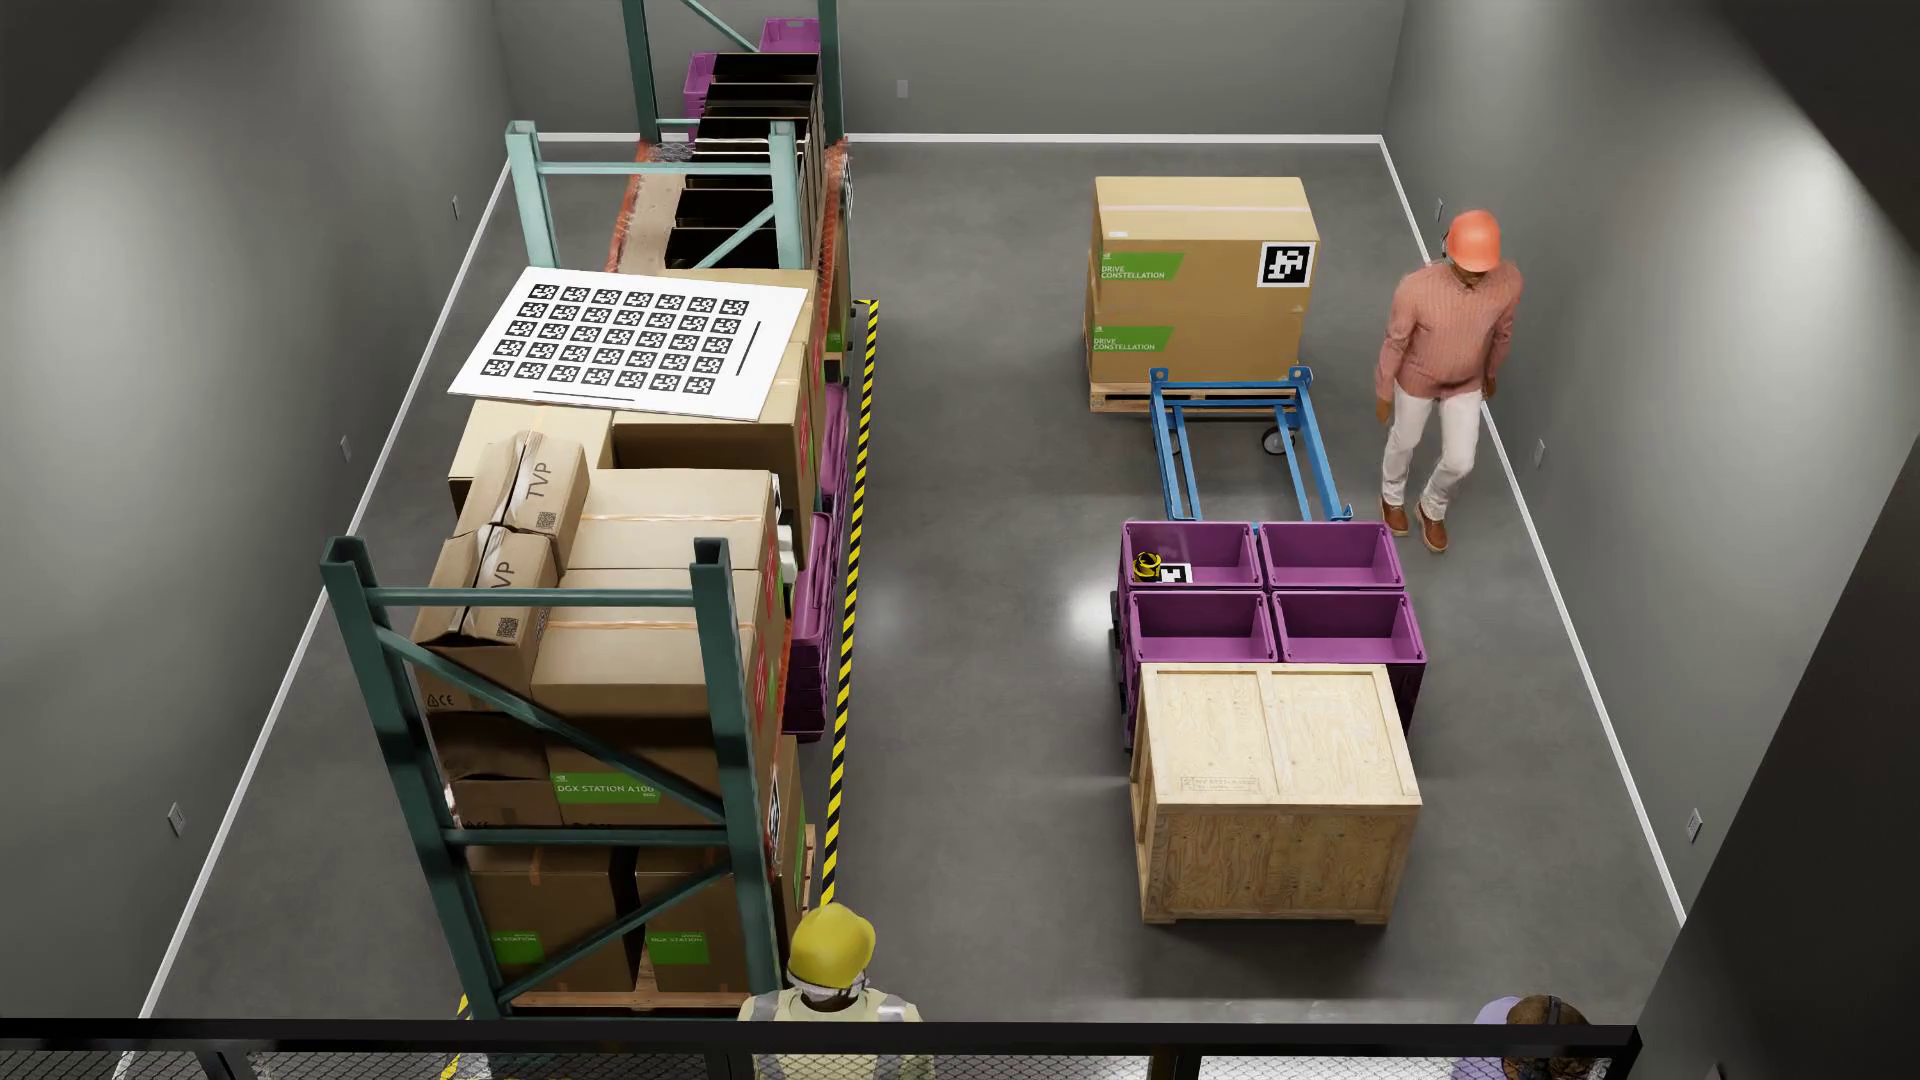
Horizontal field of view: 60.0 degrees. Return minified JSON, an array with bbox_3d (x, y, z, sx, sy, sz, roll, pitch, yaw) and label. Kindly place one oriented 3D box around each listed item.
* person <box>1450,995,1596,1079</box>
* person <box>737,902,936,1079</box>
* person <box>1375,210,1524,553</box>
[{"bbox_3d":[1.528,1.938,4.904,0.372,1.940,0.632,11,42,12],"label":"person"},{"bbox_3d":[-0.368,1.755,5.196,0.591,1.827,0.403,0,41,0],"label":"person"},{"bbox_3d":[2.288,-0.761,7.964,0.639,1.957,0.584,-1,41,-1],"label":"person"}]
